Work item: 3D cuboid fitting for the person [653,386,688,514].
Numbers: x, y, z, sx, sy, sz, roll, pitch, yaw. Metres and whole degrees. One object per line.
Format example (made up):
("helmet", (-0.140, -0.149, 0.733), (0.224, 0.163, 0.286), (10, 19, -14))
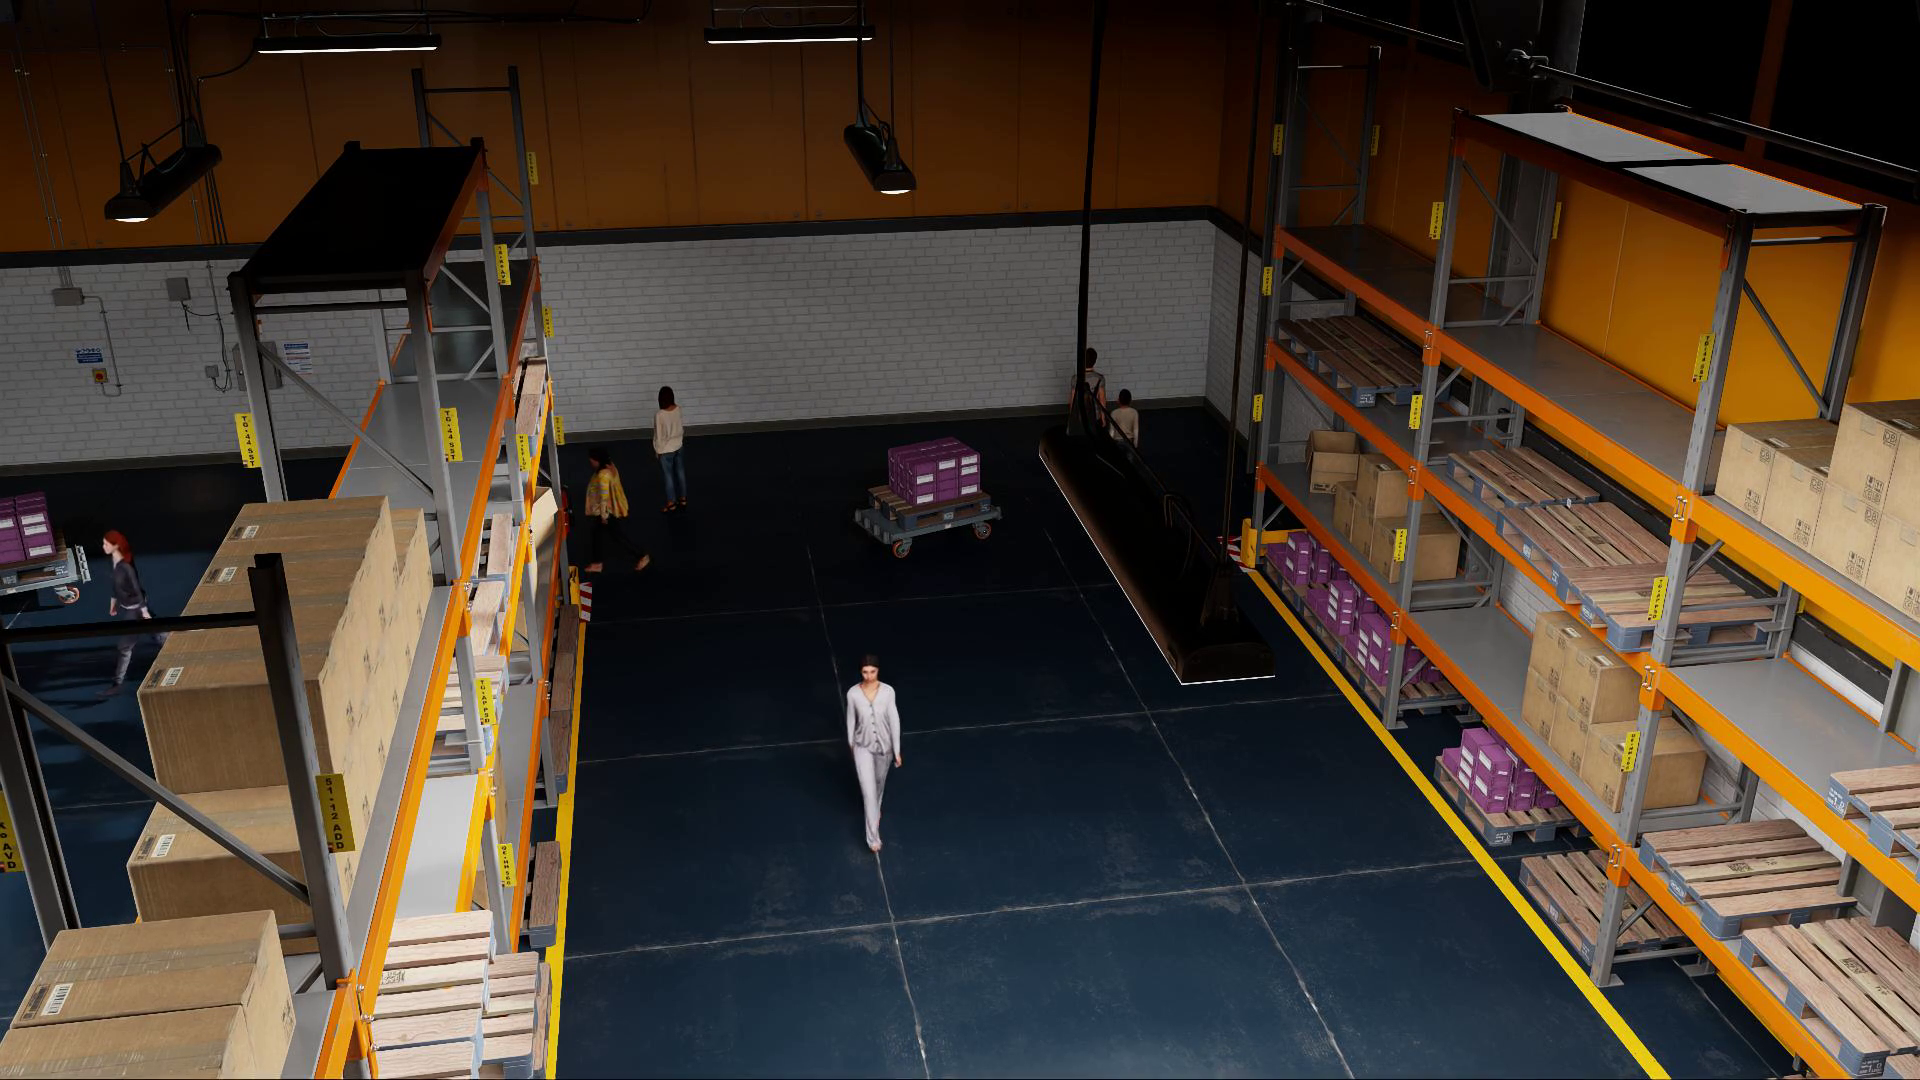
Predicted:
("person", (-3.698, -1.169, 21.265), (0.739, 1.682, 0.693), (18, 29, 35))

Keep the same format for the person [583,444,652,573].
("person", (-4.028, -0.333, 19.433), (0.765, 1.617, 0.954), (-5, 24, -11))

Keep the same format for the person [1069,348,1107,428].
("person", (1.682, -1.620, 22.032), (0.684, 1.893, 0.578), (-1, 24, -2))

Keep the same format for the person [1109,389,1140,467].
("person", (2.132, -1.259, 21.744), (0.541, 1.462, 0.479), (-4, 24, -9))

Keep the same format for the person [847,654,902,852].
("person", (-0.751, 1.765, 14.500), (0.581, 1.723, 1.107), (-4, 24, -9))

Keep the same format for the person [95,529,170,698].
("person", (-8.318, 0.703, 16.937), (1.093, 1.719, 1.176), (-21, 31, -39))
